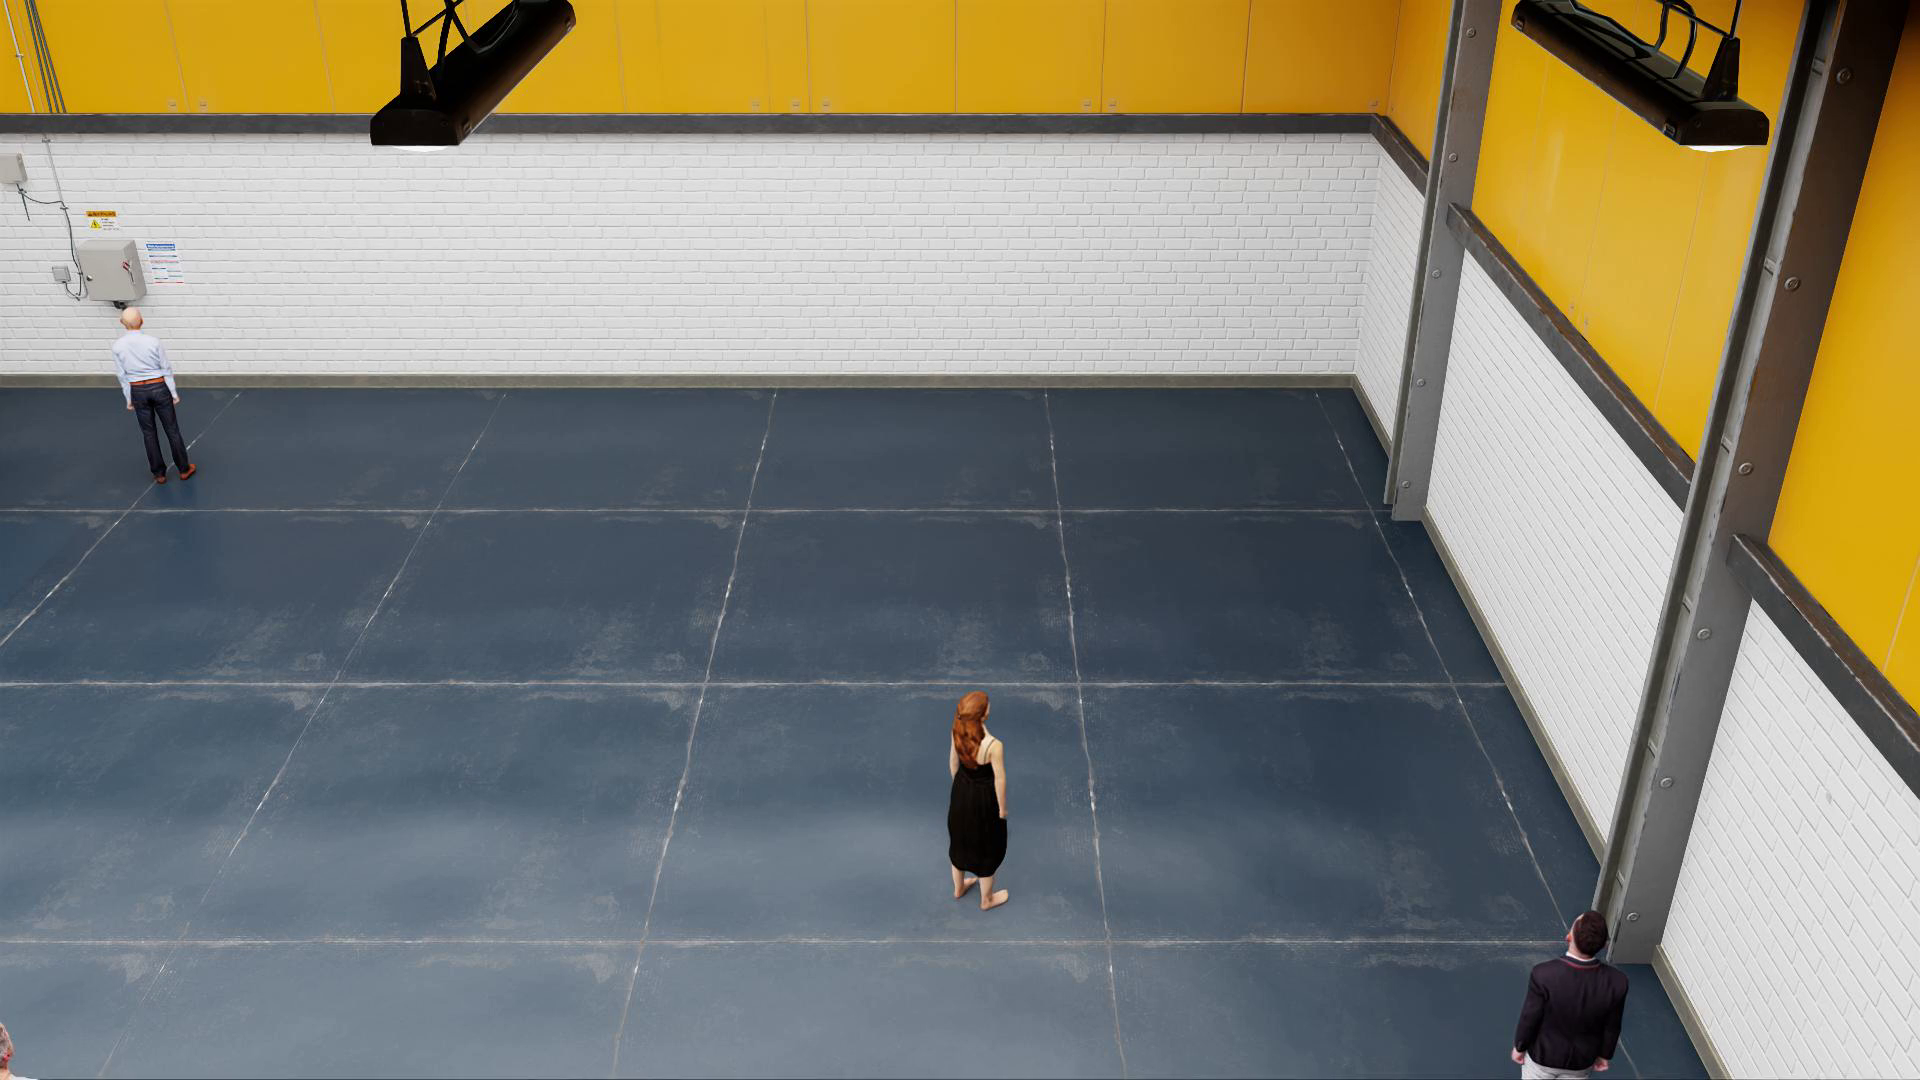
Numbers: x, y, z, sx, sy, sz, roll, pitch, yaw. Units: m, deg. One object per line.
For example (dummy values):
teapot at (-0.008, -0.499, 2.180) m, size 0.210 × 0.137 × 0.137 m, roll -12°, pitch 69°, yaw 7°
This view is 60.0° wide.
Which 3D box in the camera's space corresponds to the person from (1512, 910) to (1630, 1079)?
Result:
person at (3.126, 2.669, 8.646) m, size 0.677 × 1.844 × 0.592 m, roll 3°, pitch 29°, yaw 6°

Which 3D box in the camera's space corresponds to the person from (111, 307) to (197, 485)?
person at (-7.869, -1.409, 16.178) m, size 0.710 × 1.791 × 0.680 m, roll -9°, pitch 30°, yaw -17°

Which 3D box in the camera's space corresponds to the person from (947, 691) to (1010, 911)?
person at (0.099, 1.665, 10.718) m, size 0.673 × 1.624 × 0.722 m, roll 20°, pitch 35°, yaw 32°
